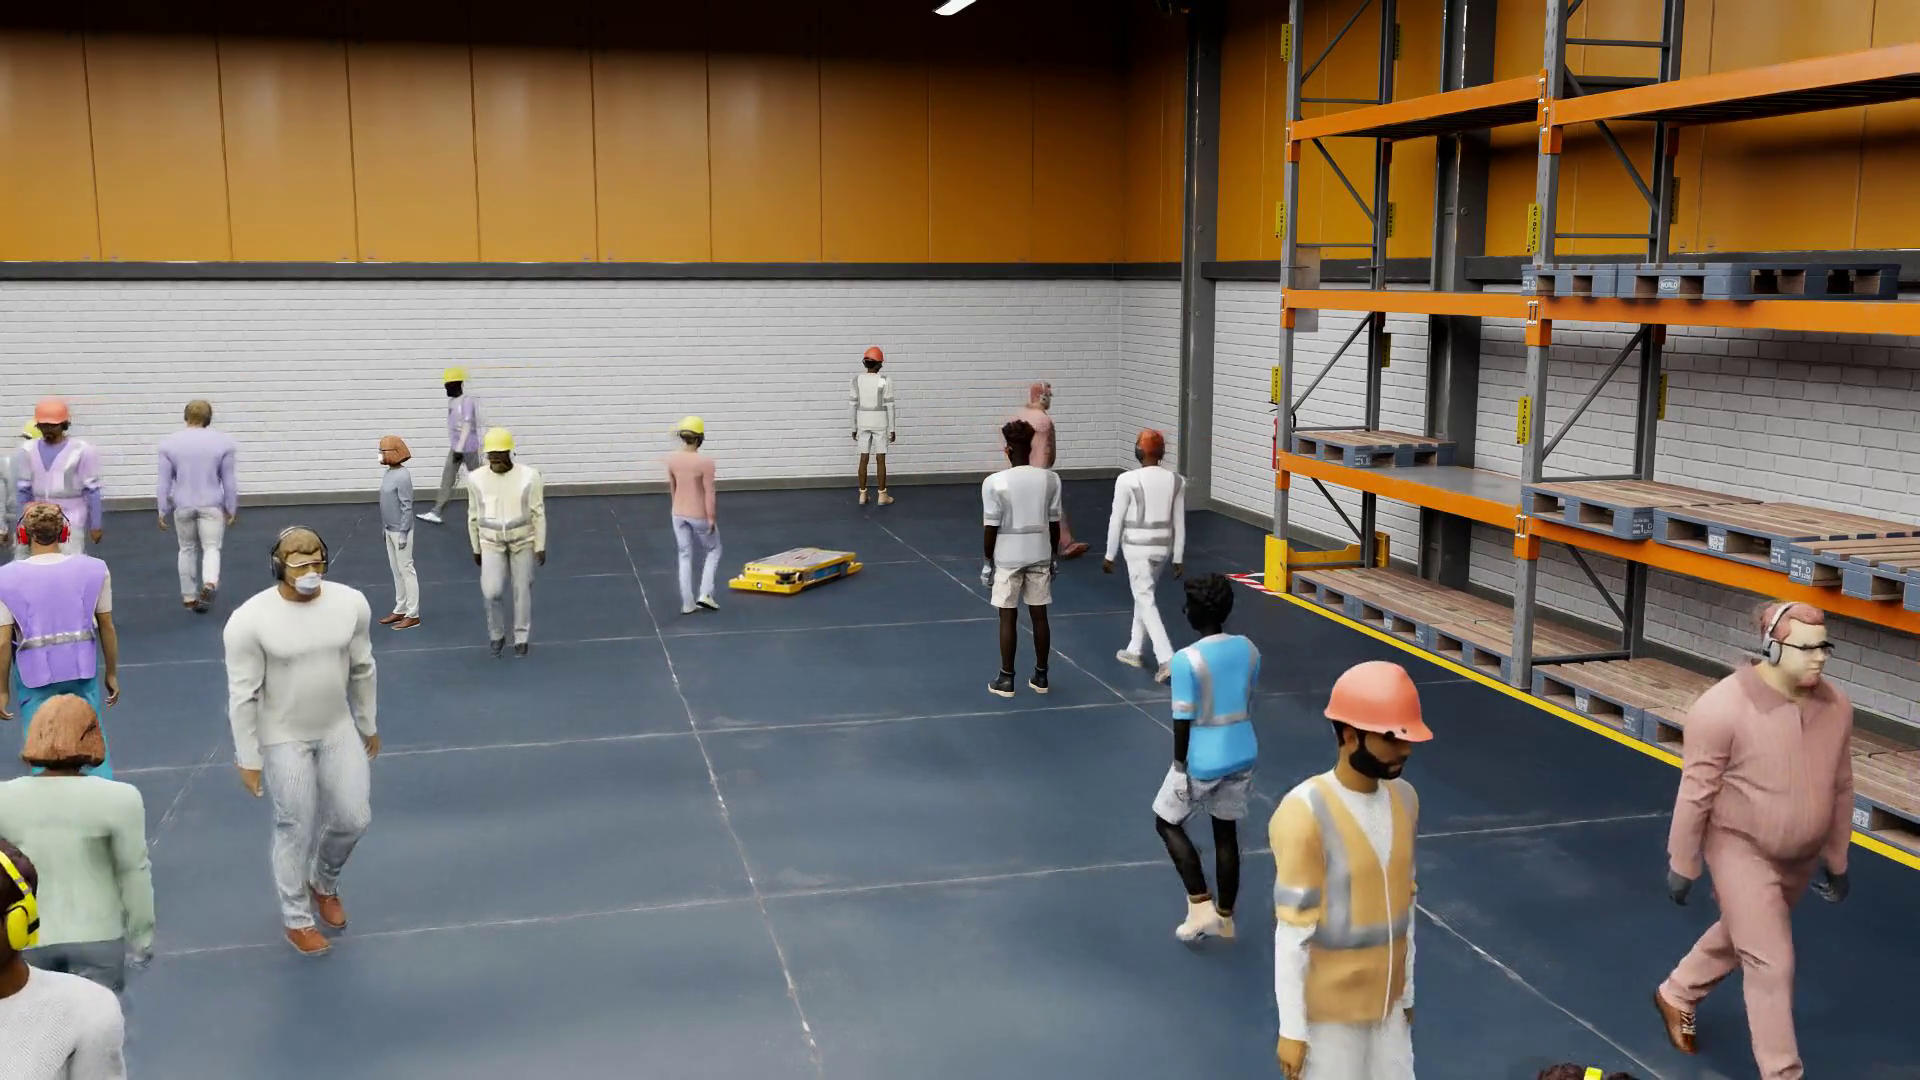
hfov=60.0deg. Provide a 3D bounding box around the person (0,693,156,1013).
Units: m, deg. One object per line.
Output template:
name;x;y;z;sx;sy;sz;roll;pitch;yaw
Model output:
person;-2.925;1.315;5.437;0.550;1.612;0.412;-2;9;-13

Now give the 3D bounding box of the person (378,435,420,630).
person;-4.748;-0.068;14.016;0.286;1.633;0.499;-7;11;-37

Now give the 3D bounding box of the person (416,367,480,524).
person;-5.983;-1.115;19.805;0.974;1.874;0.594;-9;13;-43

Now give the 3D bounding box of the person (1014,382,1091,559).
person;0.881;-0.702;17.253;0.938;1.865;0.653;-5;10;-30

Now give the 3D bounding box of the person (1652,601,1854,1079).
person;2.855;1.104;5.991;0.647;1.863;0.997;-3;10;-18

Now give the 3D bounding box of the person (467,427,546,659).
person;-3.491;0.034;12.836;0.598;1.812;0.475;-1;9;-9

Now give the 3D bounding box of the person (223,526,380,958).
person;-2.830;0.876;7.245;0.433;1.916;0.691;9;13;43

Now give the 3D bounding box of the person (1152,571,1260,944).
person;1.103;0.974;7.375;0.539;1.683;0.369;-6;11;-35

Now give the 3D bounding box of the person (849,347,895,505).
person;-1.115;-1.470;21.489;0.615;2.042;0.374;3;10;18

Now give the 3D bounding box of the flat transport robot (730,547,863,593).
flat transport robot;-1.565;0.278;16.091;0.652;0.197;1.431;4;10;25

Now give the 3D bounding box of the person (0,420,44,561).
person;-7.665;-0.112;13.806;0.615;1.794;0.747;-2;9;-14

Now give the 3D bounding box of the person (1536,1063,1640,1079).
person;0.975;1.674;2.485;0.898;1.833;0.555;6;11;32

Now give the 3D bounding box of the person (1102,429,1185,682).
person;1.414;0.102;12.307;0.578;1.845;0.953;-5;10;-26

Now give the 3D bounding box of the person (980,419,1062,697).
person;0.427;0.130;11.748;0.604;1.963;0.367;-4;10;-21

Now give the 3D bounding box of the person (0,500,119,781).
person;-4.569;0.720;8.434;0.570;1.843;0.373;-8;12;-42

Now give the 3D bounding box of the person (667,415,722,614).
person;-2.313;-0.219;14.606;0.526;1.751;0.433;4;10;23

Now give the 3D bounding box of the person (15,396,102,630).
person;-7.251;-0.164;13.429;0.634;2.017;0.558;1;9;5

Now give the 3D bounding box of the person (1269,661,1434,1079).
person;1.074;1.270;4.749;0.567;1.922;0.650;-7;11;-35

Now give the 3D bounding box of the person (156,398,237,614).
person;-6.648;-0.281;14.499;0.652;1.909;0.793;-3;10;-19

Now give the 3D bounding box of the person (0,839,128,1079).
person;-1.972;1.506;3.514;0.515;1.855;0.525;2;9;10
